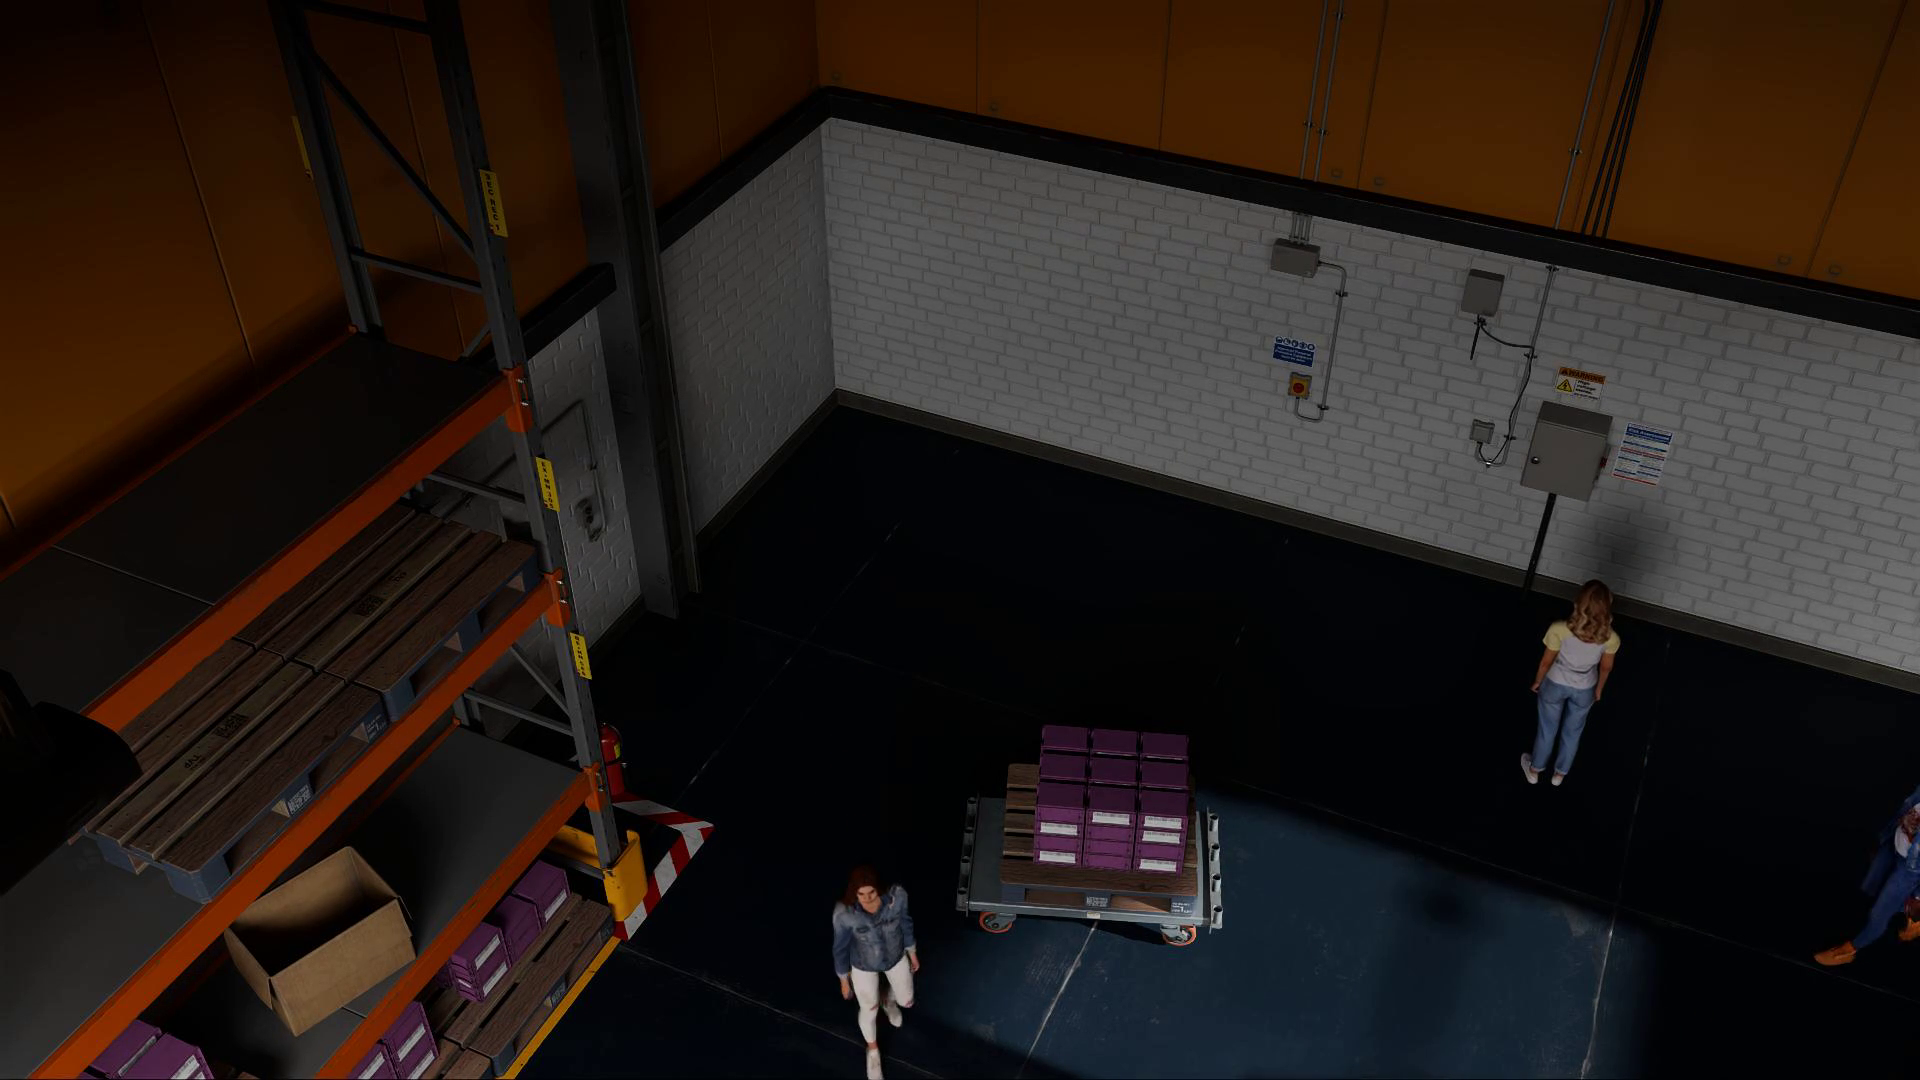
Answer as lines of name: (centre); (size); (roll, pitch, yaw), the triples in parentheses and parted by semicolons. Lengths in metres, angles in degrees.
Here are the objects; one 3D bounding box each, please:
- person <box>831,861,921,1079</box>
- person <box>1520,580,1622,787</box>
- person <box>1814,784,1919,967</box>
person: (-0.485, 2.334, 9.413); (0.888, 1.693, 0.948); (-13, 40, -15)
person: (4.065, 0.974, 11.090); (0.679, 1.726, 0.627); (7, 39, 9)
person: (5.688, 1.953, 9.887); (0.942, 1.697, 0.989); (-1, 39, -2)
